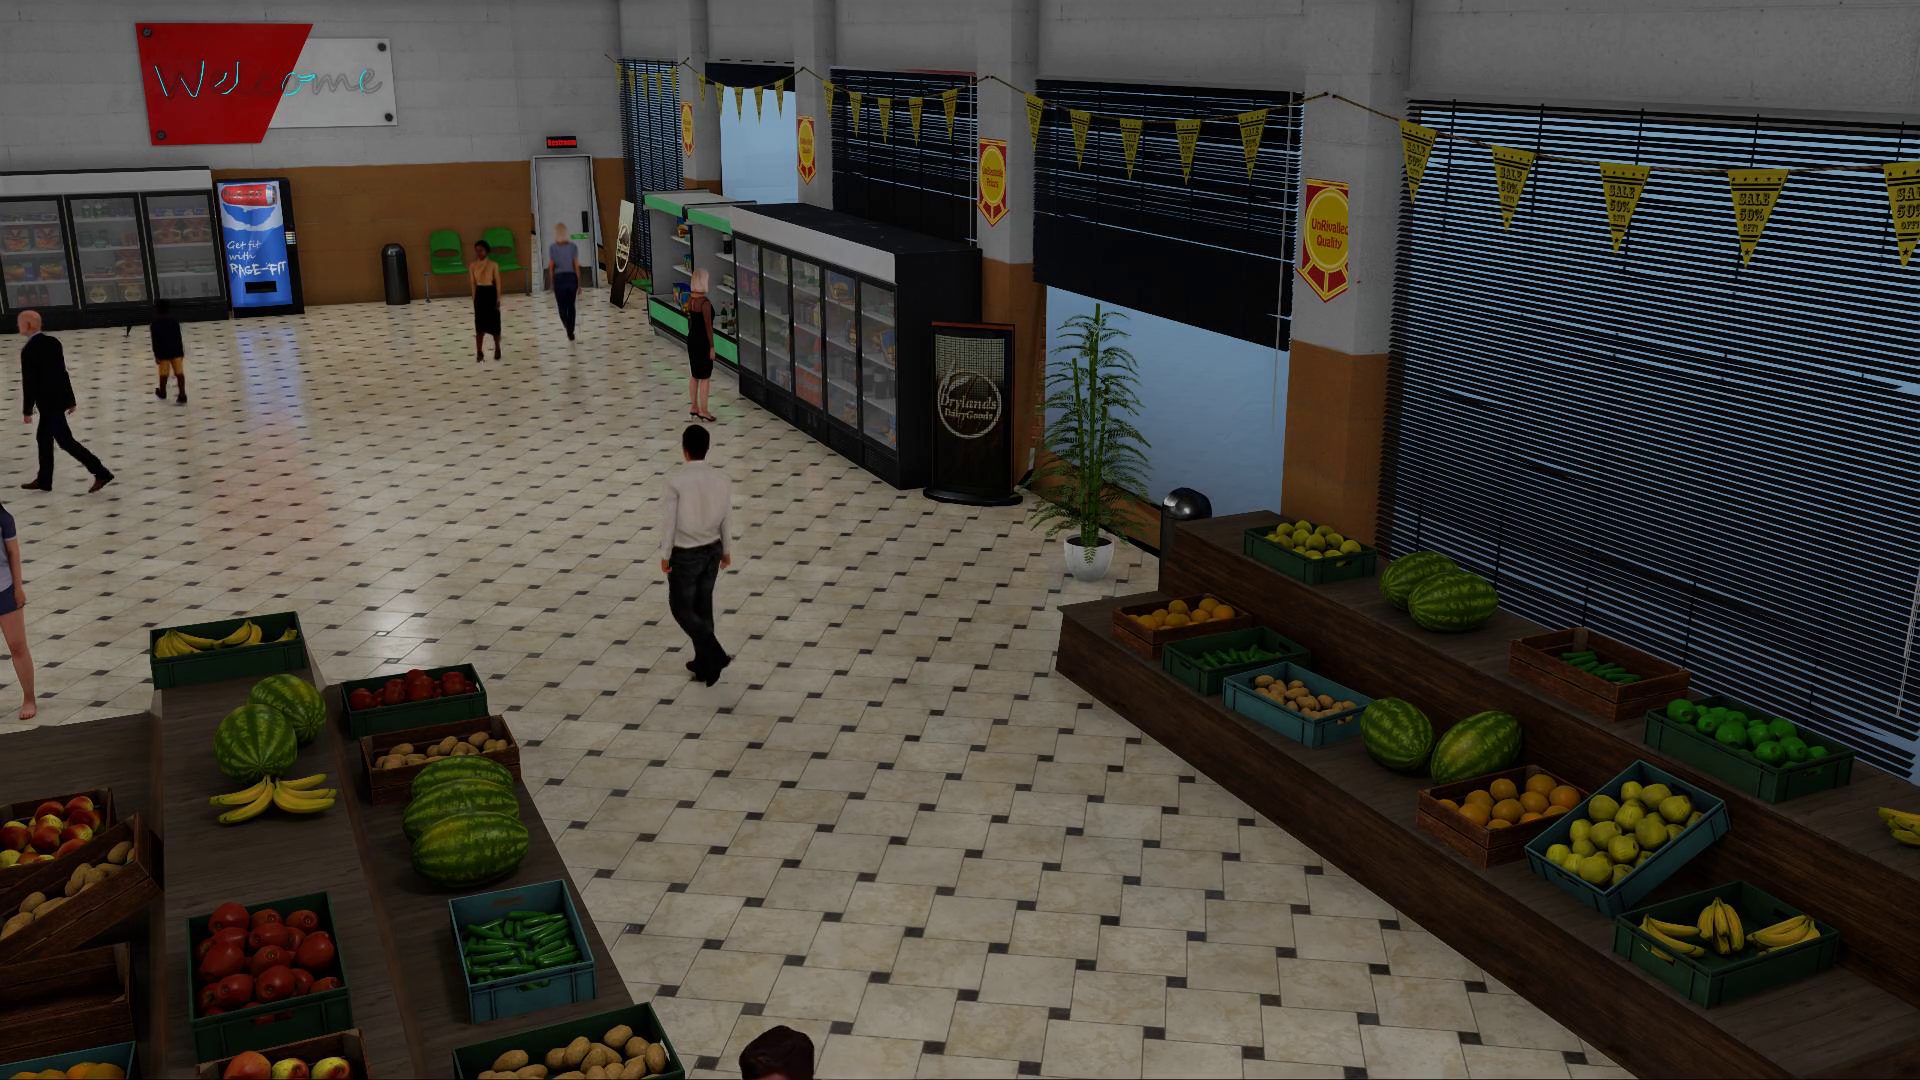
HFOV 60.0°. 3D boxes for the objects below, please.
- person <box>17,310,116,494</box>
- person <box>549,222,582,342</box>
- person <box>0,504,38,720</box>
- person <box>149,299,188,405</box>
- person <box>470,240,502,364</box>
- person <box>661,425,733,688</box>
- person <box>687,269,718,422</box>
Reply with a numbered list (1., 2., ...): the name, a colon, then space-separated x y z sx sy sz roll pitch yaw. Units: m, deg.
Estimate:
1. person: -8.578 -1.289 15.866 1.081 1.770 1.219 0 17 0
2. person: -5.633 -3.663 23.811 0.638 1.695 1.034 -6 18 -18
3. person: -6.227 0.324 10.664 0.650 1.706 0.608 -3 17 -9
4. person: -9.421 -2.226 19.856 0.675 1.245 0.889 -15 23 -41
5. person: -6.336 -3.202 22.417 0.806 1.624 1.040 -1 17 -3
6. person: -1.725 0.145 11.103 0.782 1.794 0.989 -12 21 -35
7. person: -2.970 -2.224 18.992 0.686 1.743 0.534 -14 22 -38
